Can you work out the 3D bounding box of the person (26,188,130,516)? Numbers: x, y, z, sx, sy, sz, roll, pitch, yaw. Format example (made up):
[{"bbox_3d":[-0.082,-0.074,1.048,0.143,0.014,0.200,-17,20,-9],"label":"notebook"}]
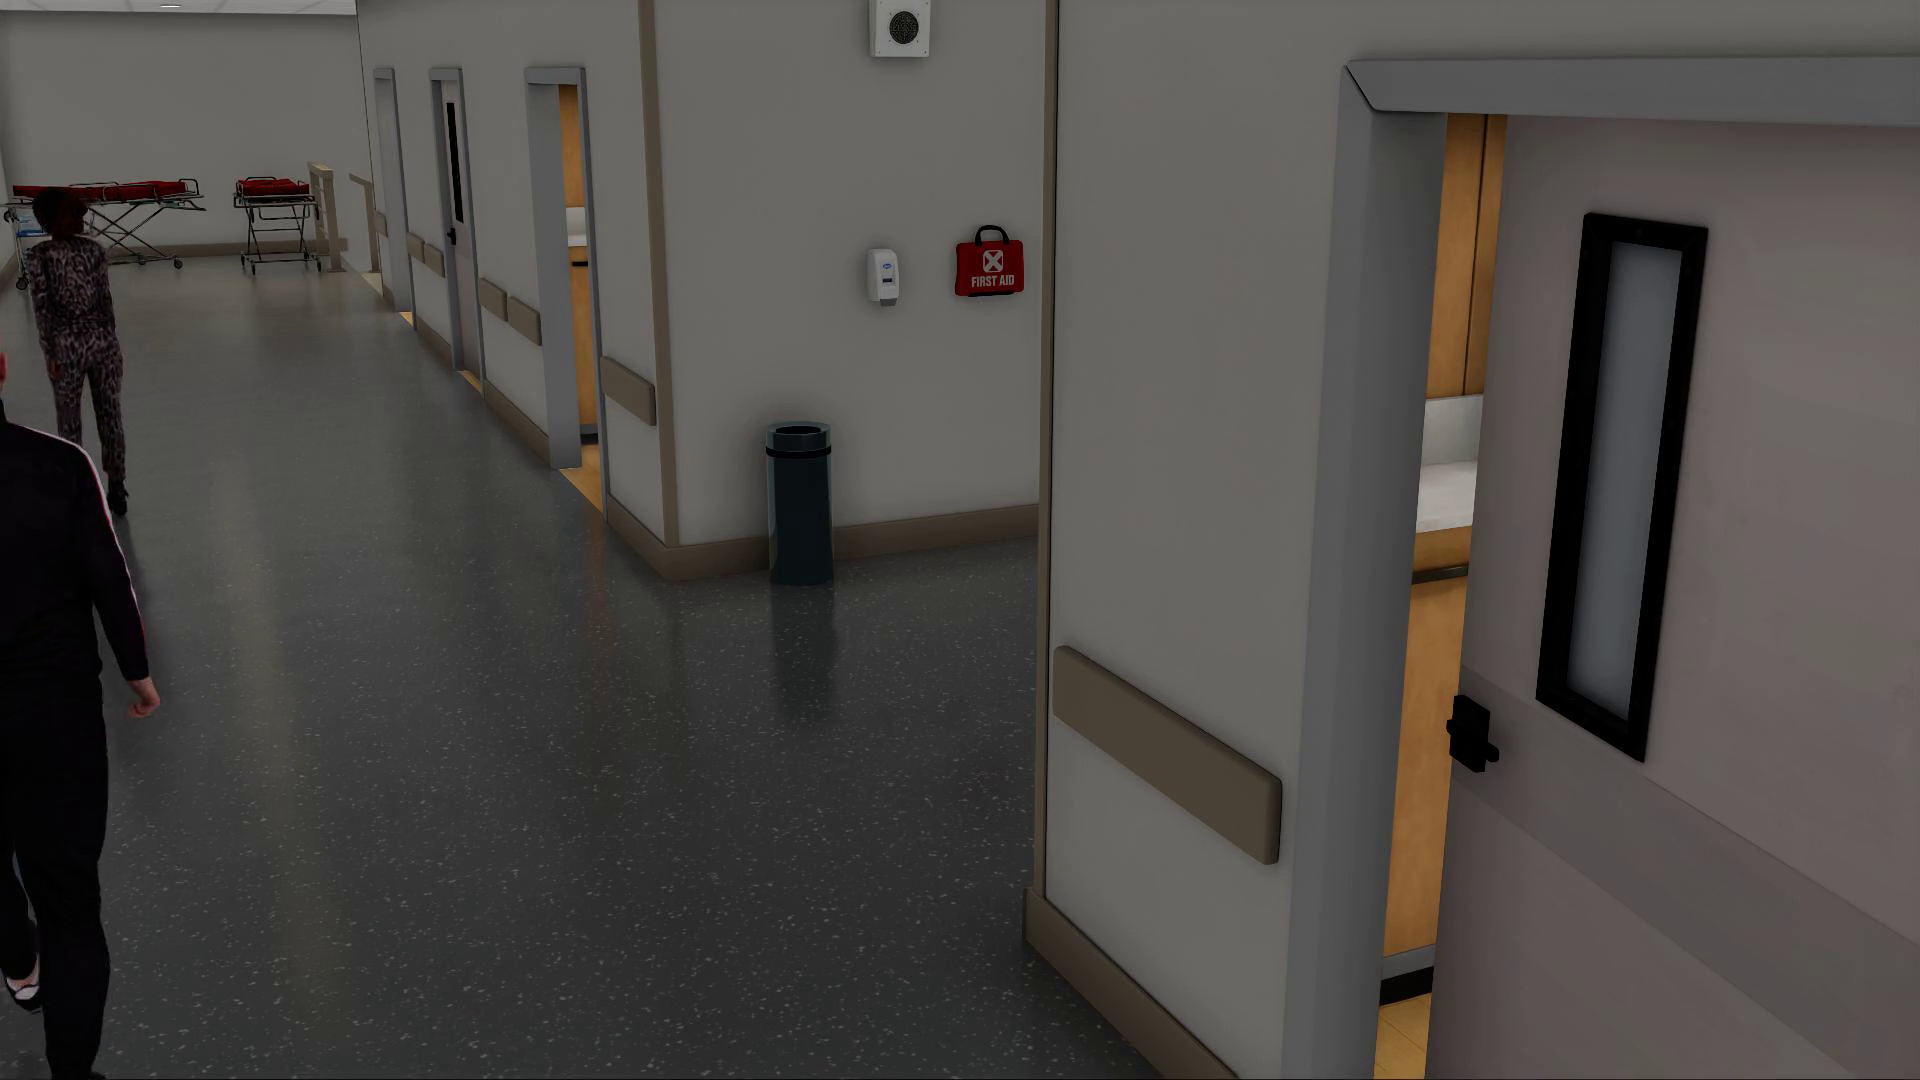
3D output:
[{"bbox_3d":[-4.550,-0.953,8.694,0.764,1.685,1.003,-13,20,-39],"label":"person"}]

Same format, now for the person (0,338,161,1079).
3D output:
[{"bbox_3d":[-2.022,0.448,3.520,0.738,1.796,1.117,-7,17,-22],"label":"person"}]
